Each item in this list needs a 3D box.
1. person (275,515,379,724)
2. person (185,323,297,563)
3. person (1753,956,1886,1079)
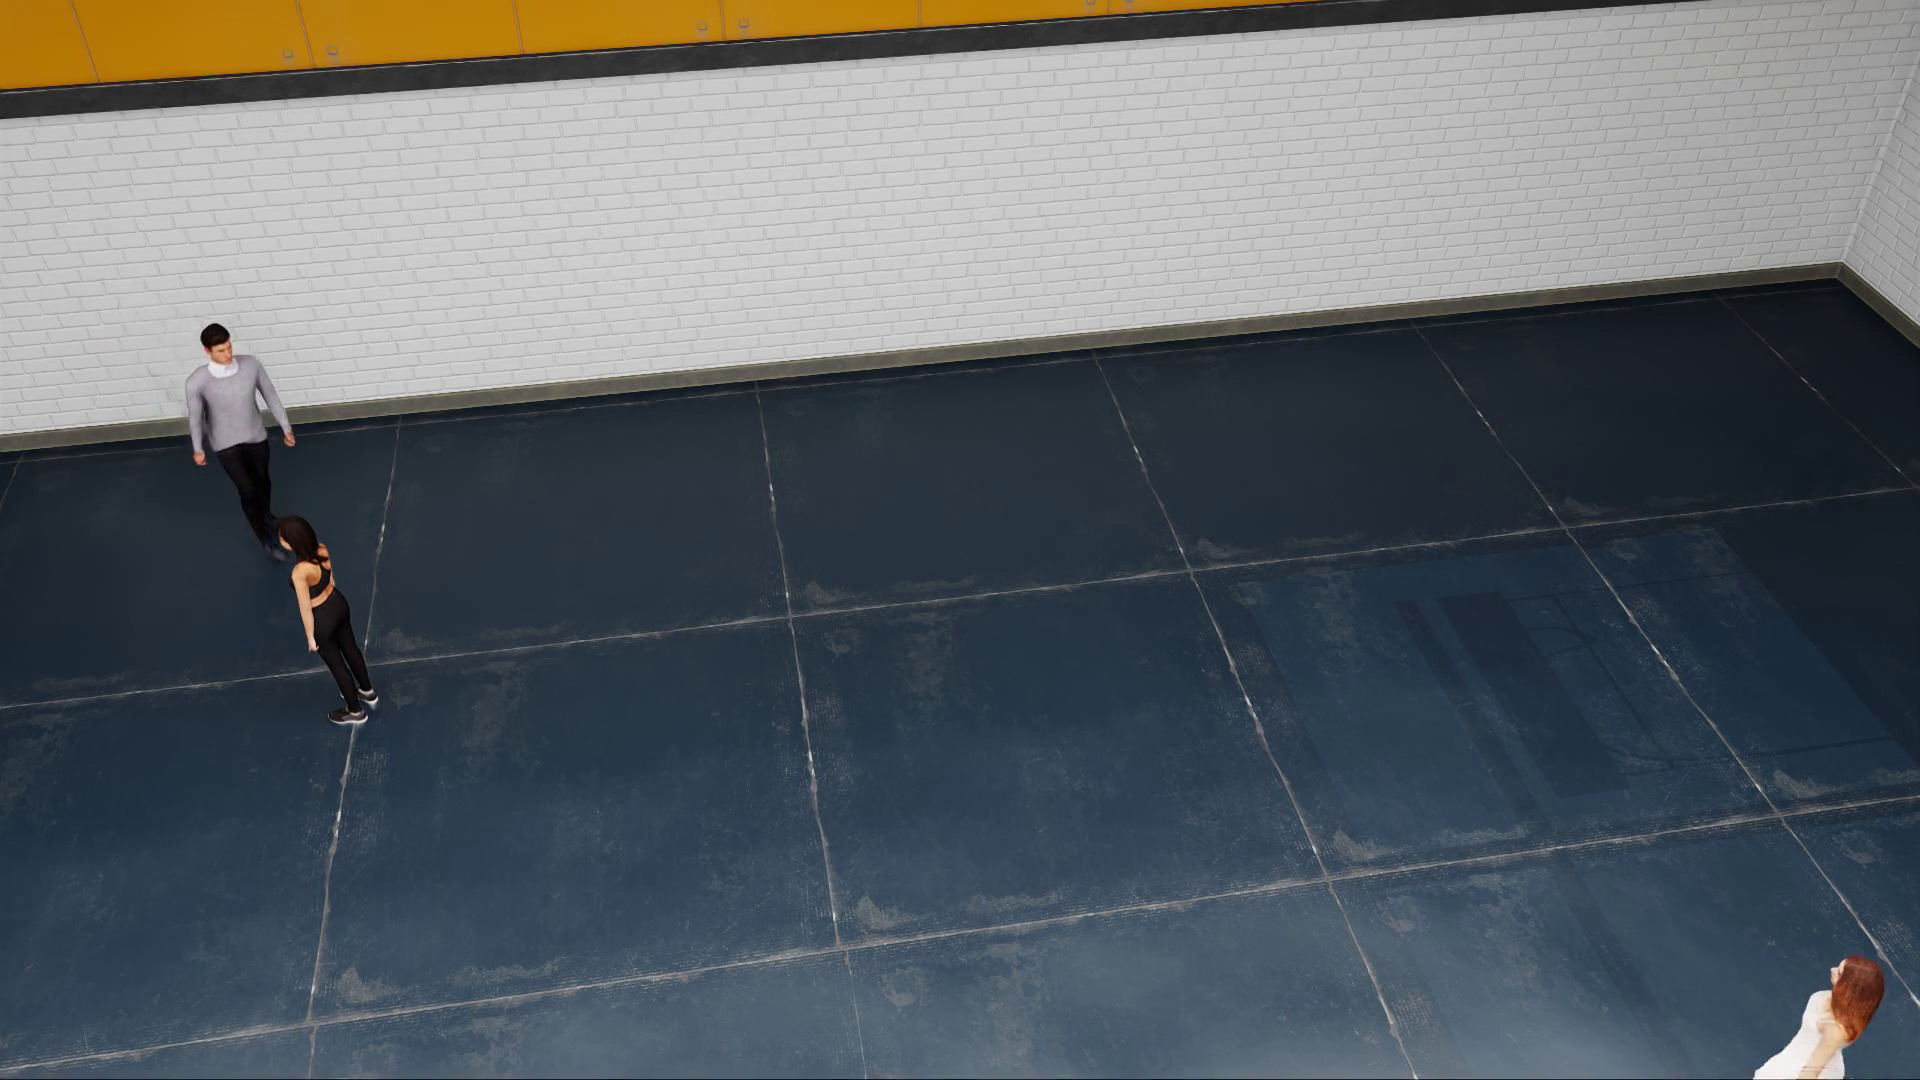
[{"bbox_3d":[-4.097,0.501,10.793,0.661,1.642,0.547,8,39,9],"label":"person"},{"bbox_3d":[-5.335,-0.789,12.209,1.163,1.892,1.090,30,48,32],"label":"person"},{"bbox_3d":[4.222,2.616,8.106,1.099,1.692,0.925,32,48,34],"label":"person"}]
